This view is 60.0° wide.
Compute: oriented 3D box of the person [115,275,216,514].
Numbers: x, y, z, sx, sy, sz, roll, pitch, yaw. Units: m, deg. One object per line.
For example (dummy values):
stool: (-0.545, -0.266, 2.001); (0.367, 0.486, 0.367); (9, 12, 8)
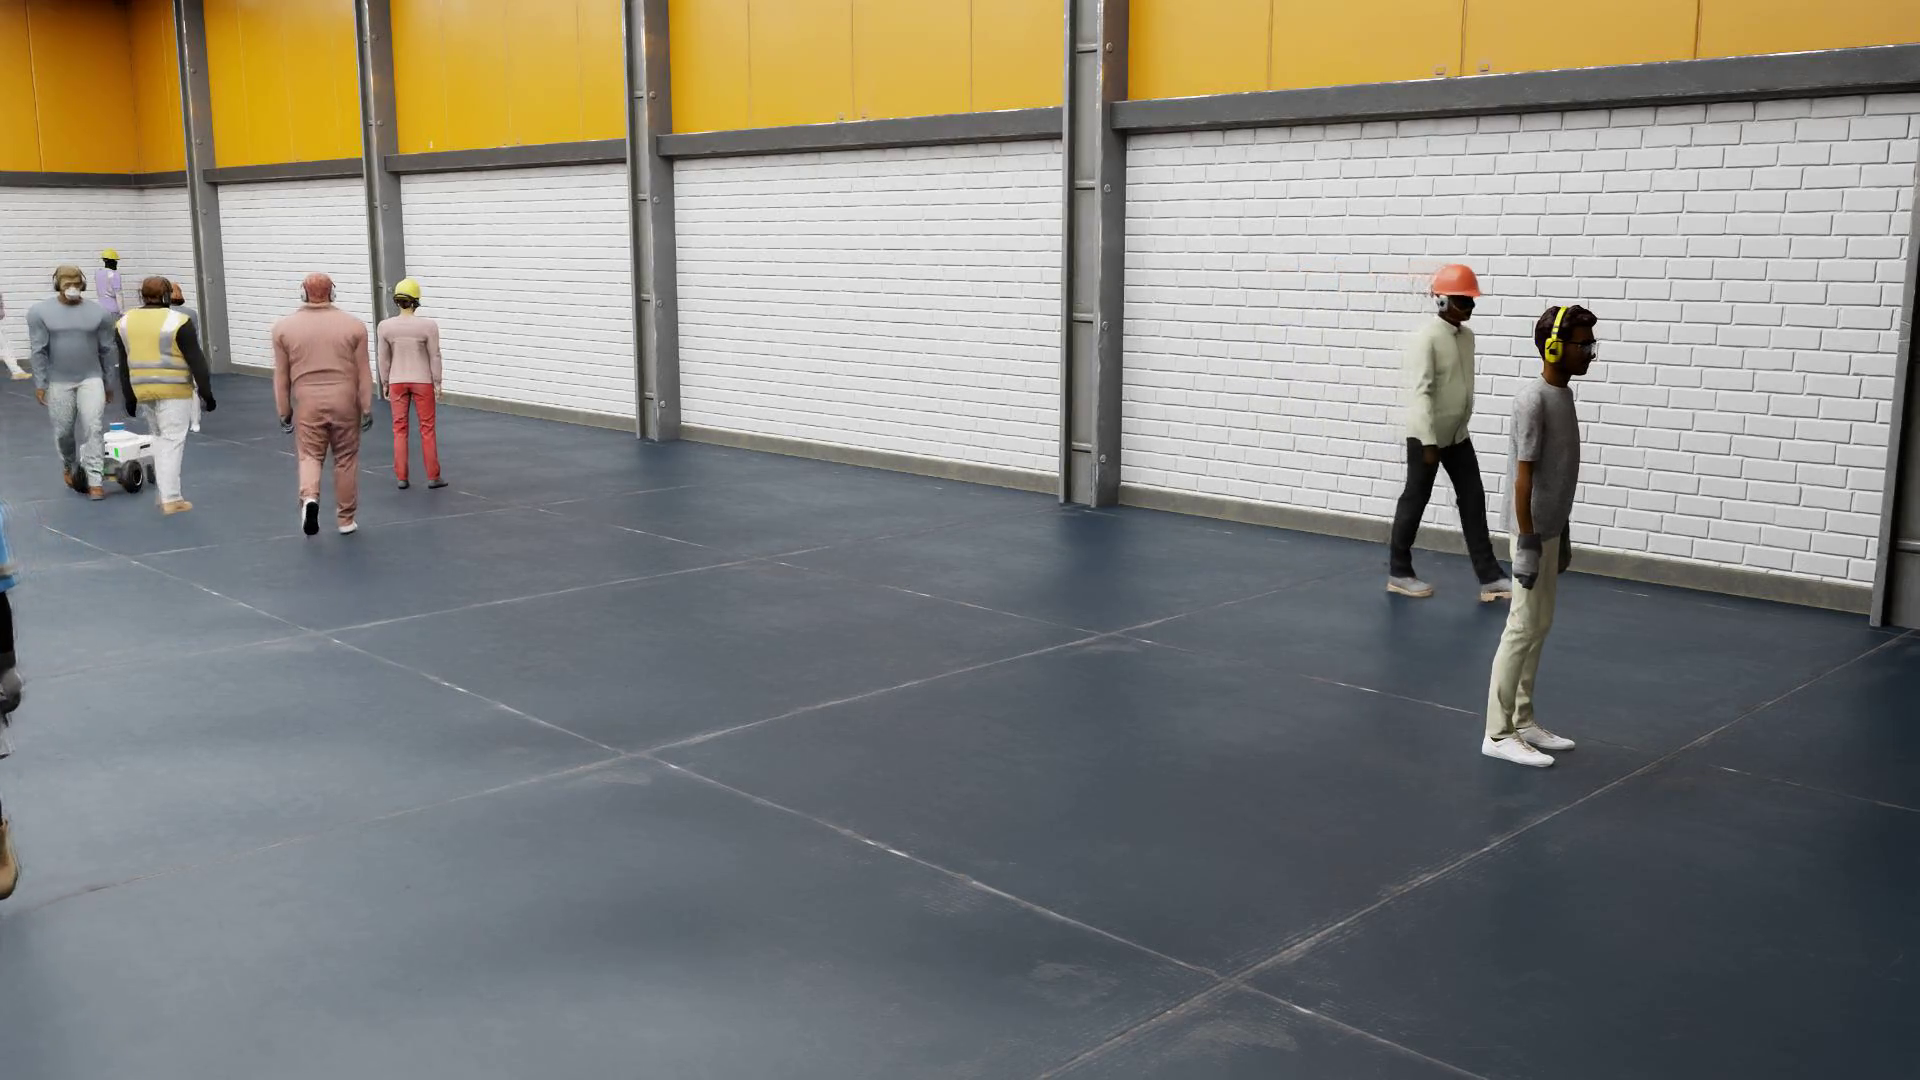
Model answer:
person: (-6.106, -1.127, 12.910); (0.641, 1.822, 0.646); (2, 11, 12)

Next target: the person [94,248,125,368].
person: (-13.713, -3.744, 26.909); (0.581, 1.919, 0.390); (5, 12, 27)

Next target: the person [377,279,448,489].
person: (-4.619, -1.306, 14.015); (0.526, 1.768, 0.330); (0, 10, -2)

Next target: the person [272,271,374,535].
person: (-4.463, -0.937, 11.691); (0.657, 1.891, 0.646); (-3, 11, -14)

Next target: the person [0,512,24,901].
person: (-3.095, 0.394, 4.963); (0.543, 1.679, 0.431); (-3, 11, -16)

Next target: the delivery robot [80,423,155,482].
delivery robot: (-7.080, -0.743, 13.996); (0.477, 0.478, 0.707); (0, 10, -1)

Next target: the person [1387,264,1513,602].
person: (2.879, -0.590, 9.581); (0.660, 1.952, 0.942); (-9, 14, -40)

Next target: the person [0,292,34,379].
person: (-14.321, -3.238, 24.497); (0.955, 1.799, 0.635); (-8, 13, -38)

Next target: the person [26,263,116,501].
person: (-7.212, -1.296, 13.563); (0.624, 1.915, 0.760); (-6, 12, -30)

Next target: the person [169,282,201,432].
person: (-8.475, -1.966, 17.995); (0.274, 1.626, 0.502); (9, 14, 41)

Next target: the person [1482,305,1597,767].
person: (2.356, -0.015, 6.730); (0.324, 1.862, 0.511); (7, 13, 34)
